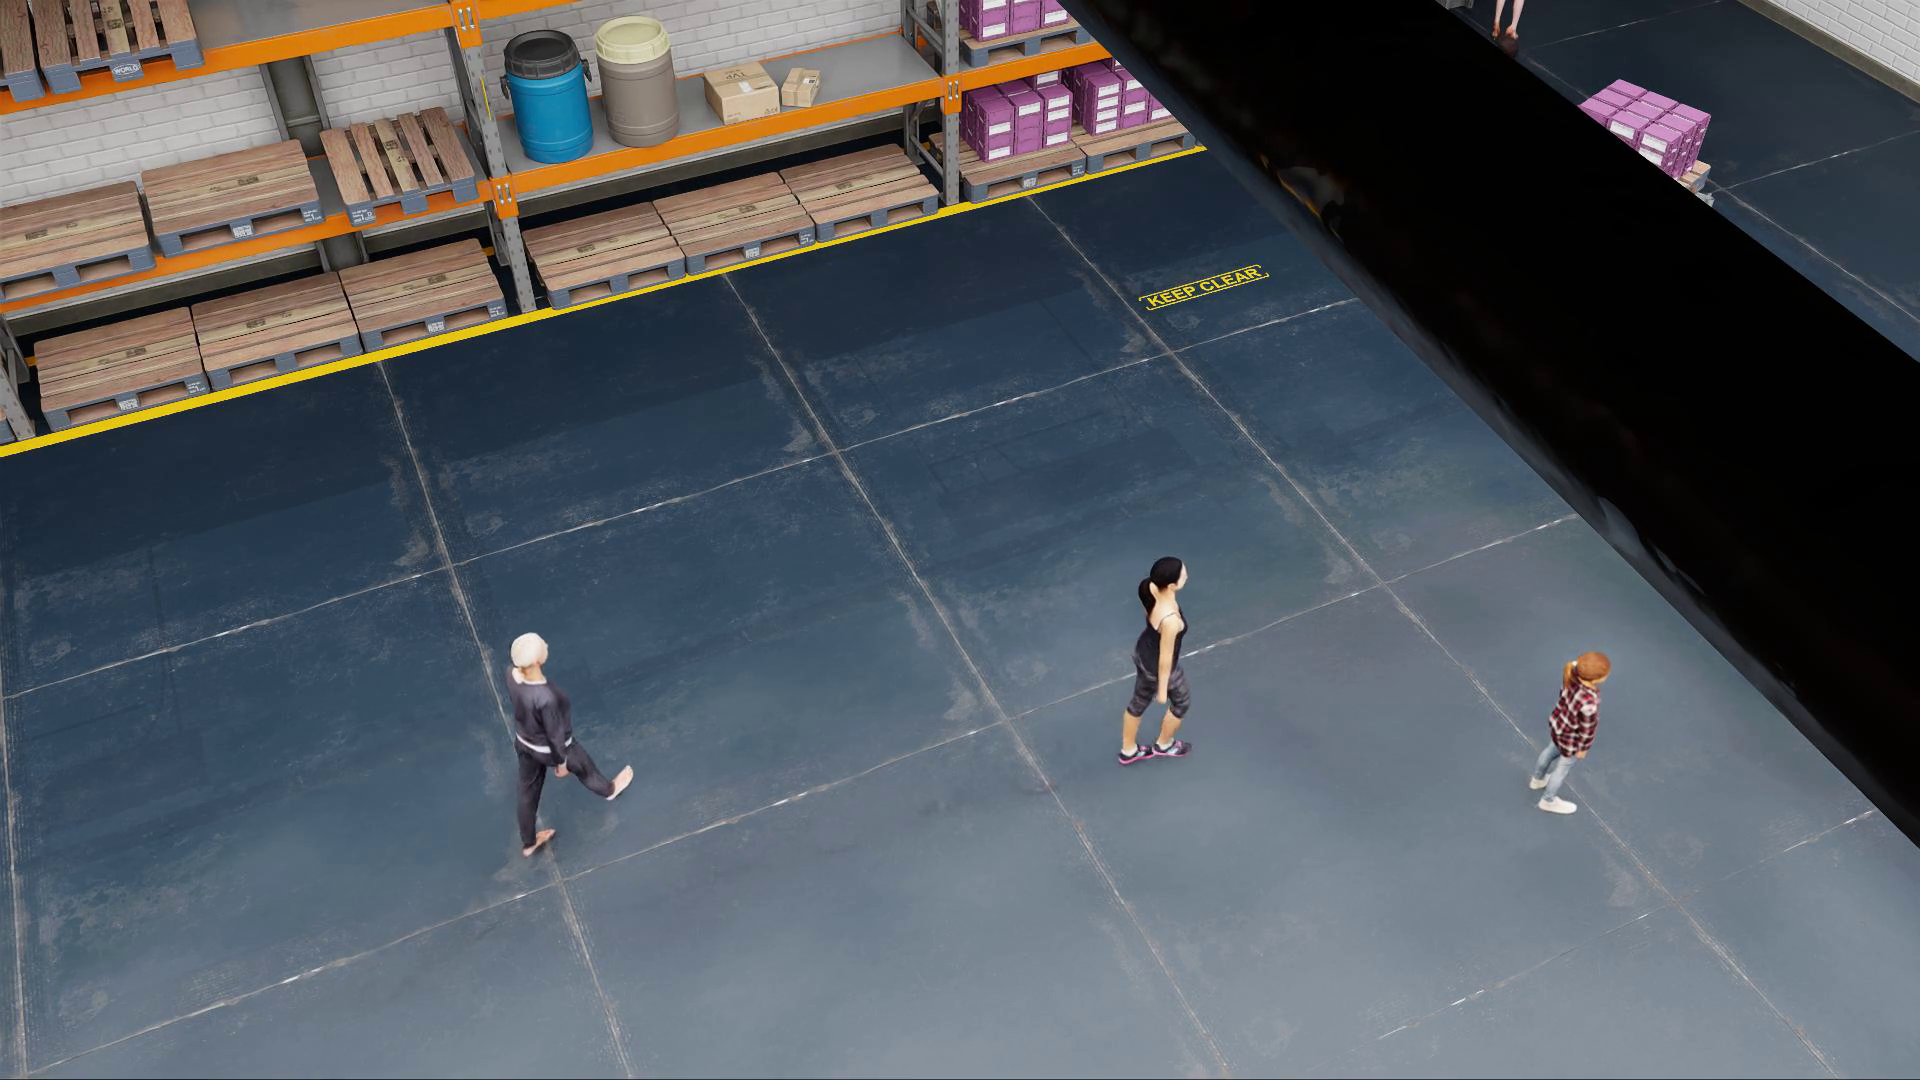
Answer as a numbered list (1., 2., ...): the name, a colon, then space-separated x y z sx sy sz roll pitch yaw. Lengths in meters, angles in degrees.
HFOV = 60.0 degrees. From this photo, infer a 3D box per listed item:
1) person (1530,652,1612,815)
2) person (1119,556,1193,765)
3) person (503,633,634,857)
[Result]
1. person: 3.695 1.141 10.061 0.624 1.306 0.601 -2 44 -2
2. person: 1.113 0.778 10.143 0.737 1.717 0.645 -12 45 -12
3. person: -2.482 1.217 9.704 0.975 1.687 1.158 25 49 24
